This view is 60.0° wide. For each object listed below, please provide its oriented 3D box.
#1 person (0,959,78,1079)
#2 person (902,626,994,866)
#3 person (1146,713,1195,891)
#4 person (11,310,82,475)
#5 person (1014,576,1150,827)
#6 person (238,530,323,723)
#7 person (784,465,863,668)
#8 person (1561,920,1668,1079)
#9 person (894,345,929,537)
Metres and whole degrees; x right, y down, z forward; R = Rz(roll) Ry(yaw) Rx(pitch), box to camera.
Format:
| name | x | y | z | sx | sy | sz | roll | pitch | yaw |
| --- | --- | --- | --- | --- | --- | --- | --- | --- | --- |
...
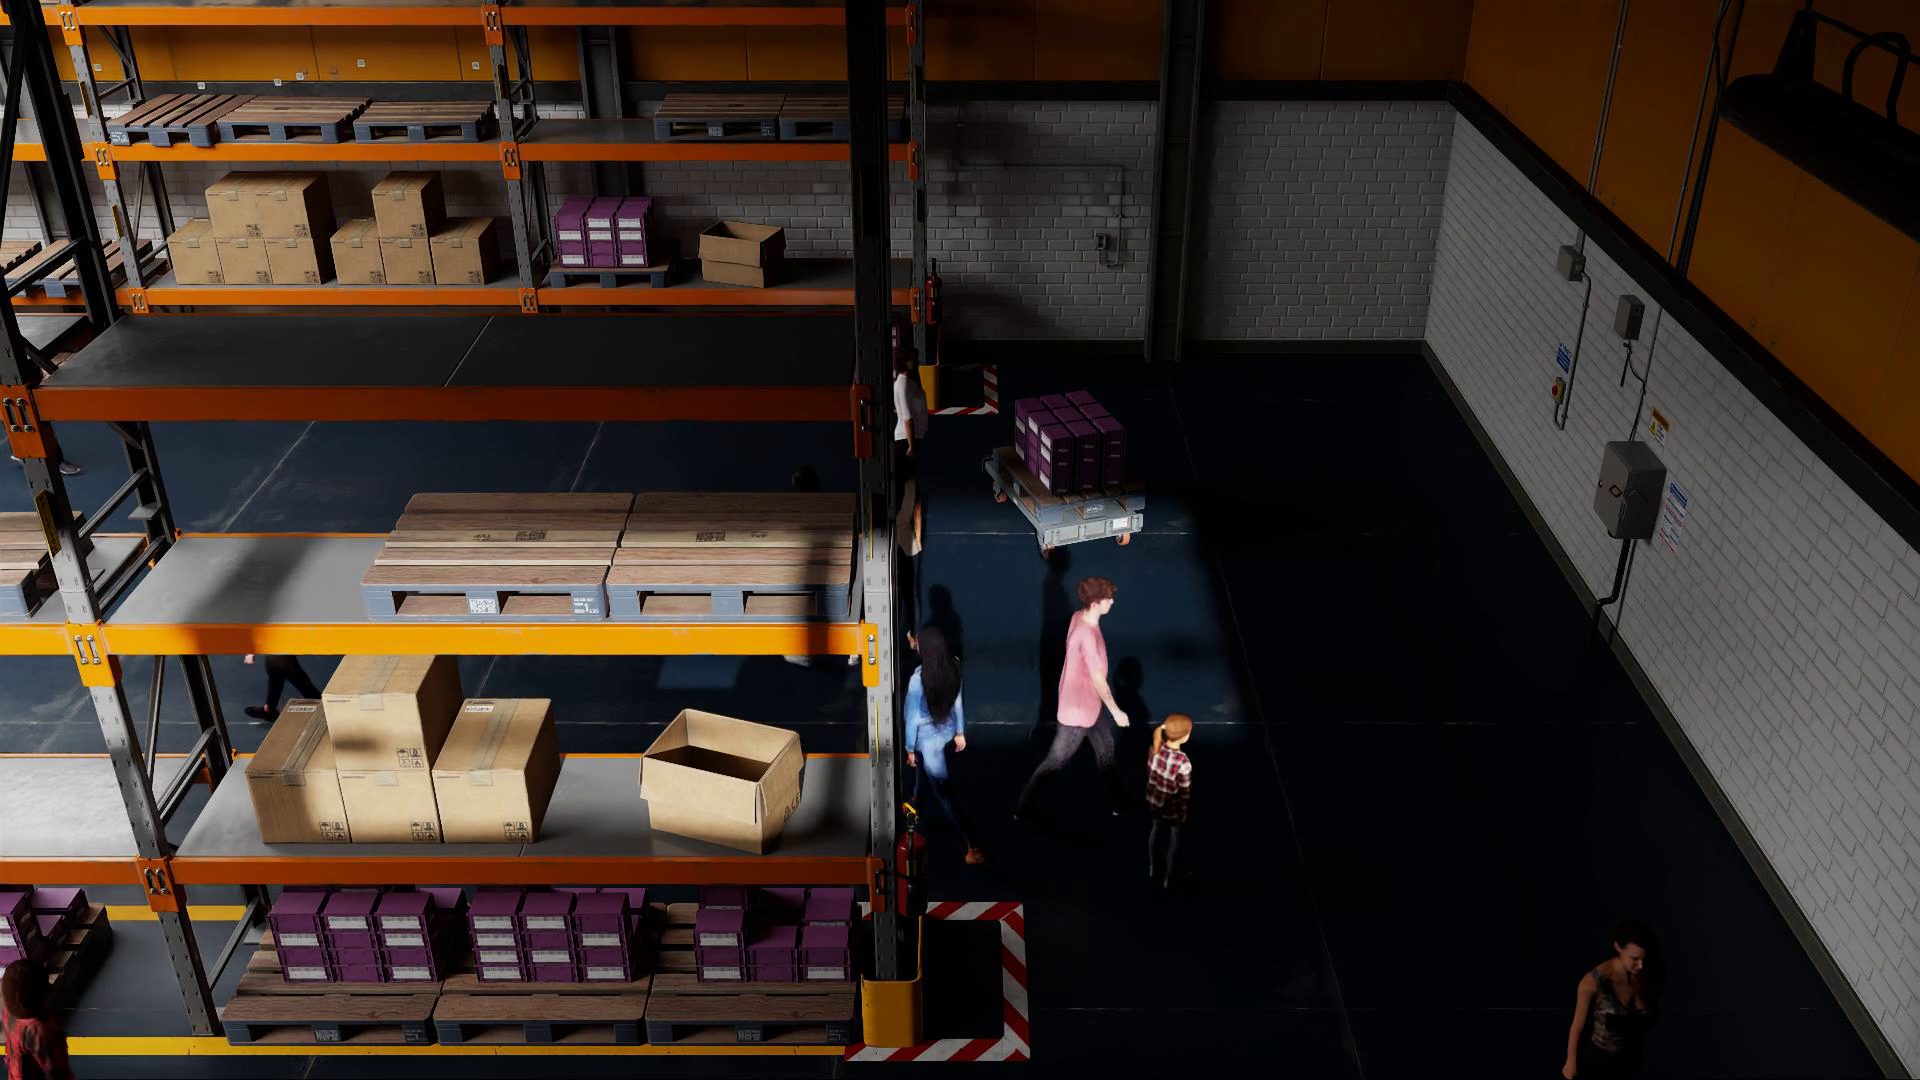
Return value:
| name | x | y | z | sx | sy | sz | roll | pitch | yaw |
| --- | --- | --- | --- | --- | --- | --- | --- | --- | --- |
| person | -4.591 | 2.761 | 8.210 | 0.781 | 1.666 | 0.831 | 22 | 36 | 35 |
| person | -0.098 | 1.358 | 10.782 | 1.221 | 1.666 | 1.141 | 24 | 37 | 36 |
| person | 1.308 | 1.657 | 10.612 | 0.681 | 1.304 | 0.634 | -20 | 34 | -32 |
| person | -8.983 | -1.445 | 15.865 | 1.008 | 1.719 | 0.684 | 3 | 29 | 6 |
| person | 0.688 | 1.131 | 10.948 | 1.187 | 1.905 | 0.631 | 0 | 29 | 1 |
| person | -4.807 | 0.727 | 11.940 | 1.226 | 1.665 | 0.805 | 7 | 29 | 12 |
| person | -1.072 | 0.264 | 12.694 | 1.058 | 1.754 | 0.874 | 14 | 32 | 24 |
| person | 3.234 | 2.605 | 8.389 | 0.570 | 1.769 | 0.724 | -7 | 29 | -12 |
| person | -0.467 | -0.888 | 14.765 | 0.525 | 1.795 | 0.621 | 2 | 29 | 4 |
